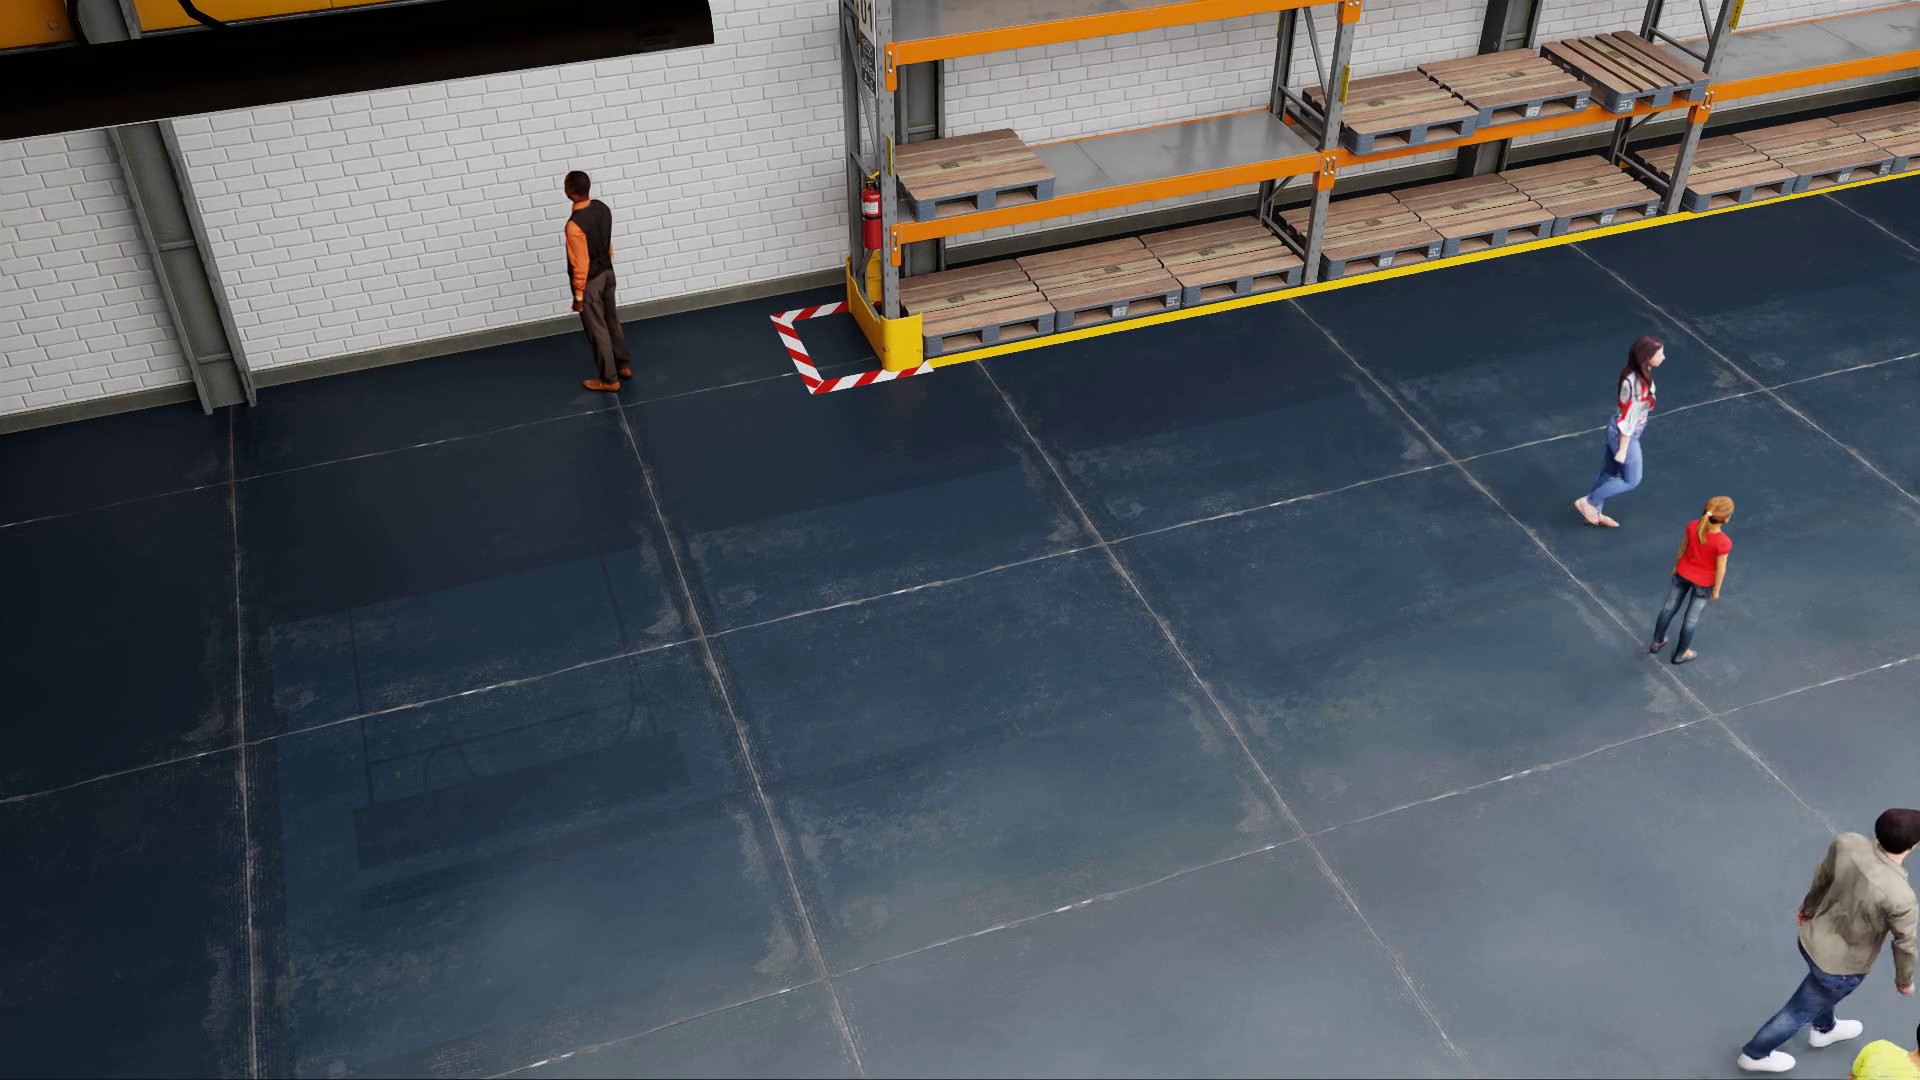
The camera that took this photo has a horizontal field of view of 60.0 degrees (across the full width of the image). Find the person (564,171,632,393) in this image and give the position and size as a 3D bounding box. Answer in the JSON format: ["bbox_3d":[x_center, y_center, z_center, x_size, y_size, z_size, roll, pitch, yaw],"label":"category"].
[{"bbox_3d":[-2.918,-2.069,13.304,0.838,1.908,0.794,14,41,17],"label":"person"}]

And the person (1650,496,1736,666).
[{"bbox_3d":[4.804,0.249,10.881,0.568,1.310,0.547,-26,45,-29],"label":"person"}]

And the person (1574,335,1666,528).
[{"bbox_3d":[4.677,-0.765,11.912,0.789,1.608,0.743,11,40,14],"label":"person"}]

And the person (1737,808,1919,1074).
[{"bbox_3d":[4.241,2.038,8.219,1.042,1.836,0.855,-3,39,-4],"label":"person"}]
